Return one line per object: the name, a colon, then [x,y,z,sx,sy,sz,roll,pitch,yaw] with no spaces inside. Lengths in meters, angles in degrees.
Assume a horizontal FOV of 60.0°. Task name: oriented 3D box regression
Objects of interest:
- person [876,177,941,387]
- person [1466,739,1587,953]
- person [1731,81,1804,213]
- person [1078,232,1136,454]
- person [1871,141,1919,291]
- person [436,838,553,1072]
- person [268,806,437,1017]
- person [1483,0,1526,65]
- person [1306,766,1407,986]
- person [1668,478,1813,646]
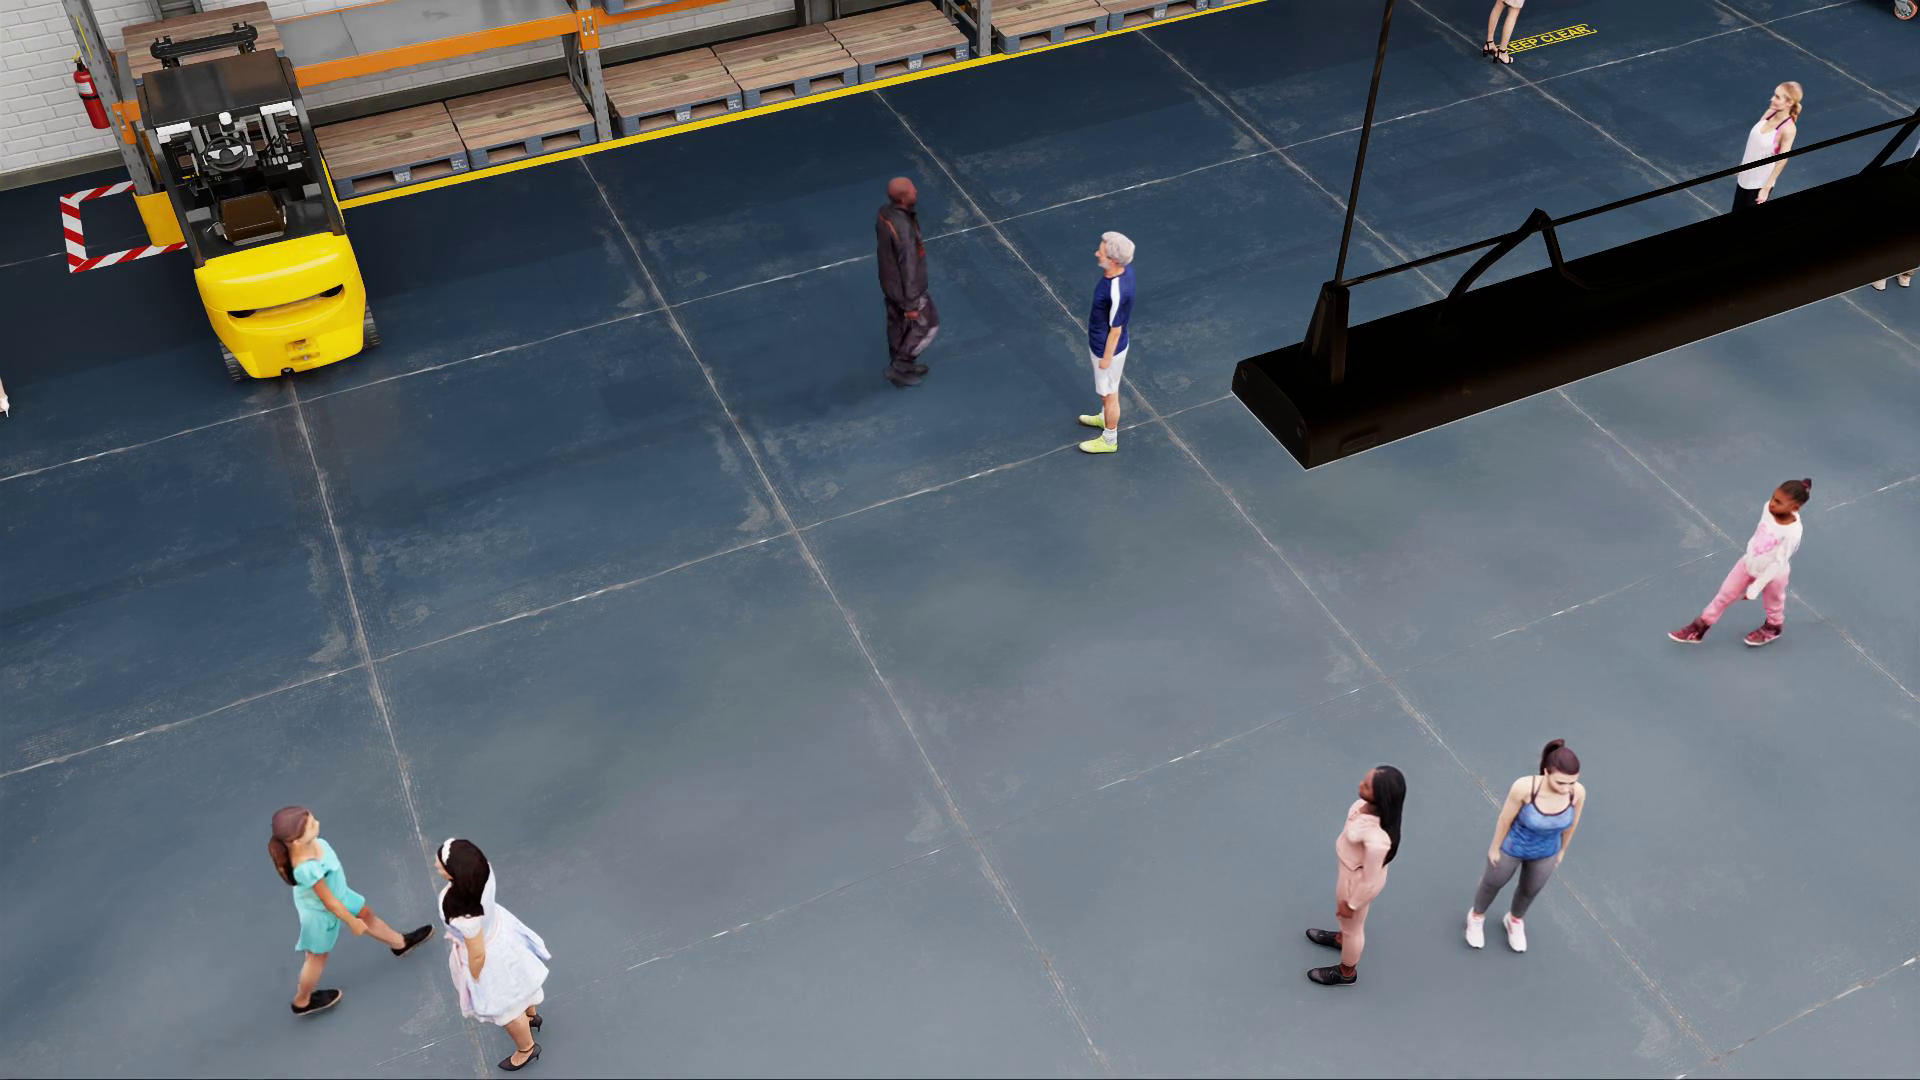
person: [-0.513,-1.900,12.510,0.642,1.817,0.697,-17,46,-17]
person: [3.049,1.647,8.938,0.616,1.608,0.709,3,44,3]
person: [6.524,-2.934,13.616,0.630,1.788,0.670,-4,44,-5]
person: [1.077,-1.437,12.007,0.721,1.839,0.722,2,44,2]
person: [7.873,-2.854,13.515,0.614,1.812,0.798,-6,44,-6]
person: [-2.350,2.074,8.338,0.848,1.818,0.811,-2,44,-2]
person: [-3.394,1.958,8.681,1.082,1.513,0.641,-23,48,-22]
person: [5.481,-5.598,16.382,0.480,1.830,0.570,-18,46,-18]
person: [2.105,1.754,8.744,0.726,1.720,0.698,8,44,9]
person: [5.205,0.180,10.626,1.045,1.404,0.665,-10,44,-10]
